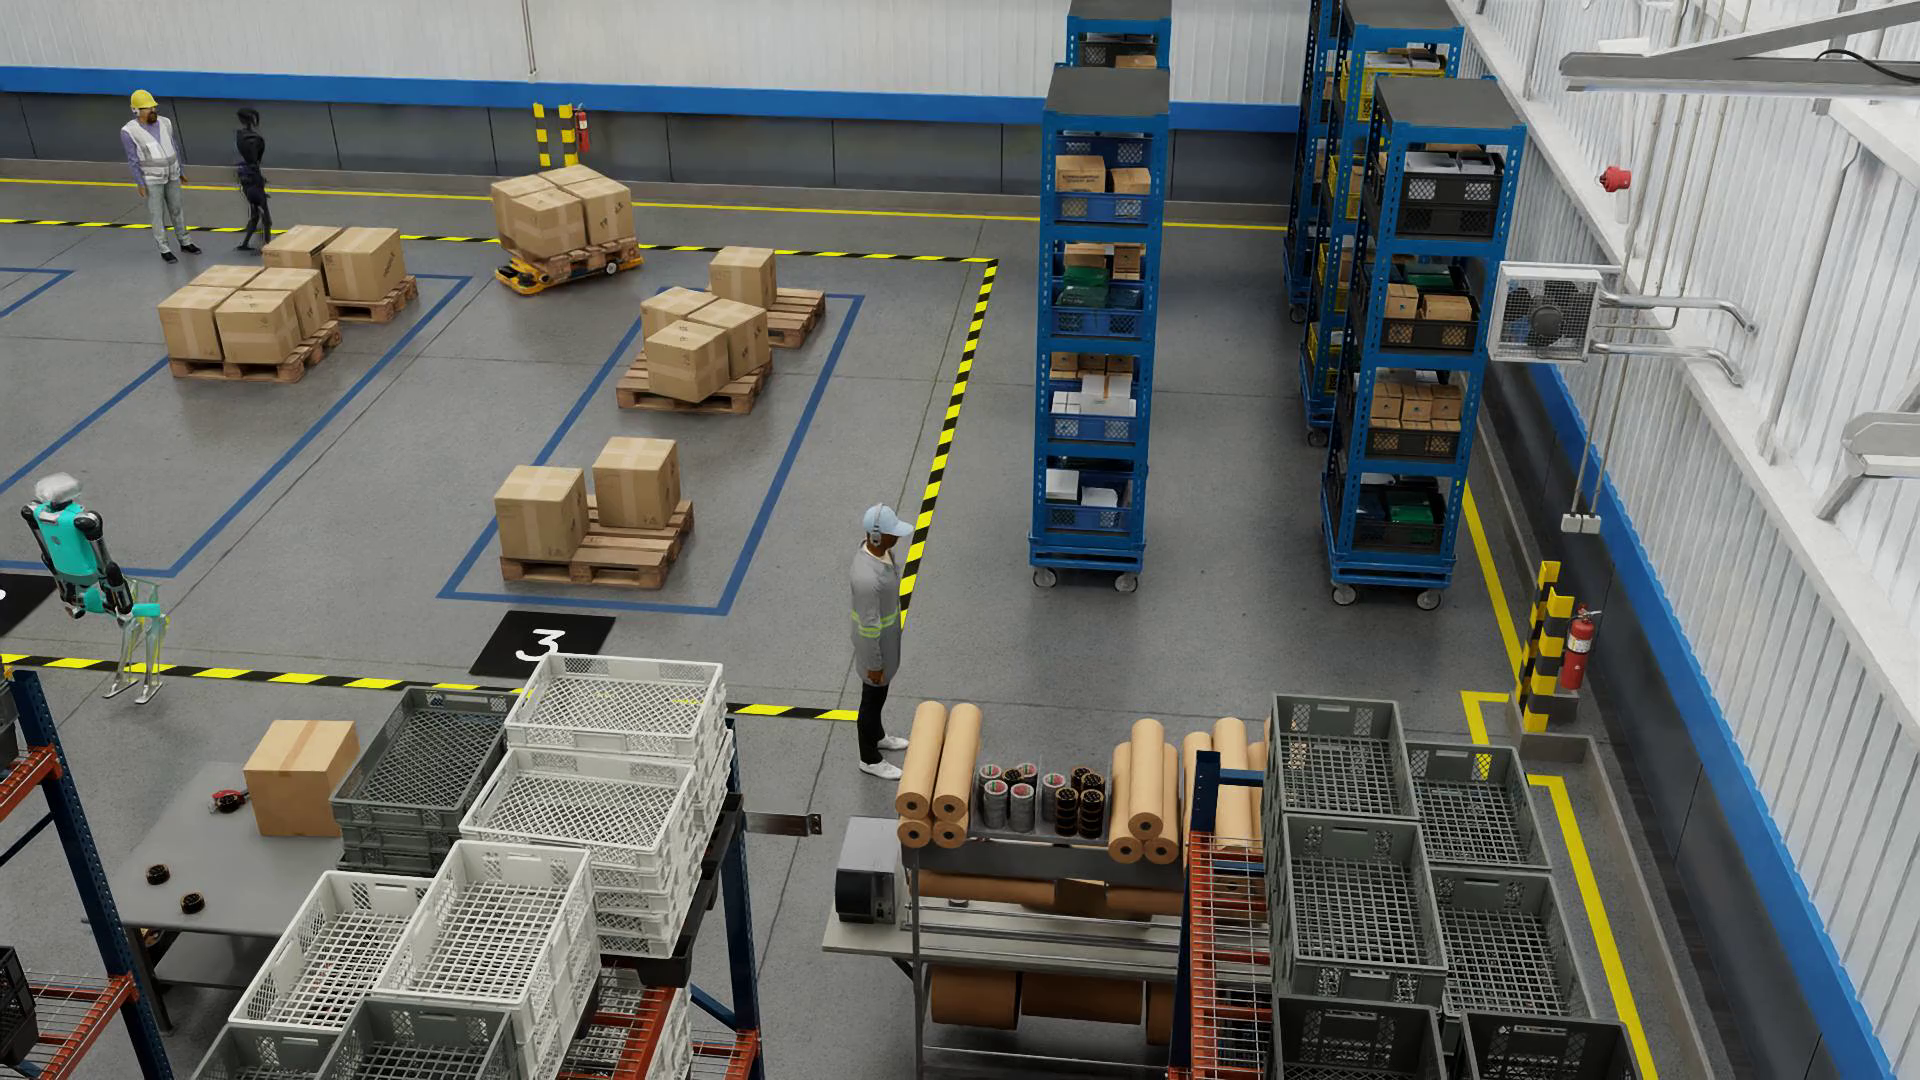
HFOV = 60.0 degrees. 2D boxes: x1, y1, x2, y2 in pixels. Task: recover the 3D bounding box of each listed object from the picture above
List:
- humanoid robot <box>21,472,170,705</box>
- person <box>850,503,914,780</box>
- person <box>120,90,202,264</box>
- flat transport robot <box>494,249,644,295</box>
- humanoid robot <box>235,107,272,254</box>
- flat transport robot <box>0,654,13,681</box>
[{"bbox_3d":[-5.413,0.253,10.649,0.533,1.674,0.735,9,31,15],"label":"humanoid robot"},{"bbox_3d":[-0.461,0.598,10.073,0.395,1.850,0.597,3,30,5],"label":"person"},{"bbox_3d":[-8.564,-3.902,17.816,0.404,1.837,0.593,17,34,27],"label":"person"},{"bbox_3d":[-4.164,-2.960,17.731,1.431,0.197,0.652,-23,37,-34],"label":"flat transport robot"},{"bbox_3d":[-7.670,-3.859,17.927,0.479,1.637,0.607,-10,32,-17],"label":"humanoid robot"},{"bbox_3d":[-7.142,0.969,11.010,1.431,0.231,0.659,3,30,6],"label":"flat transport robot"}]
